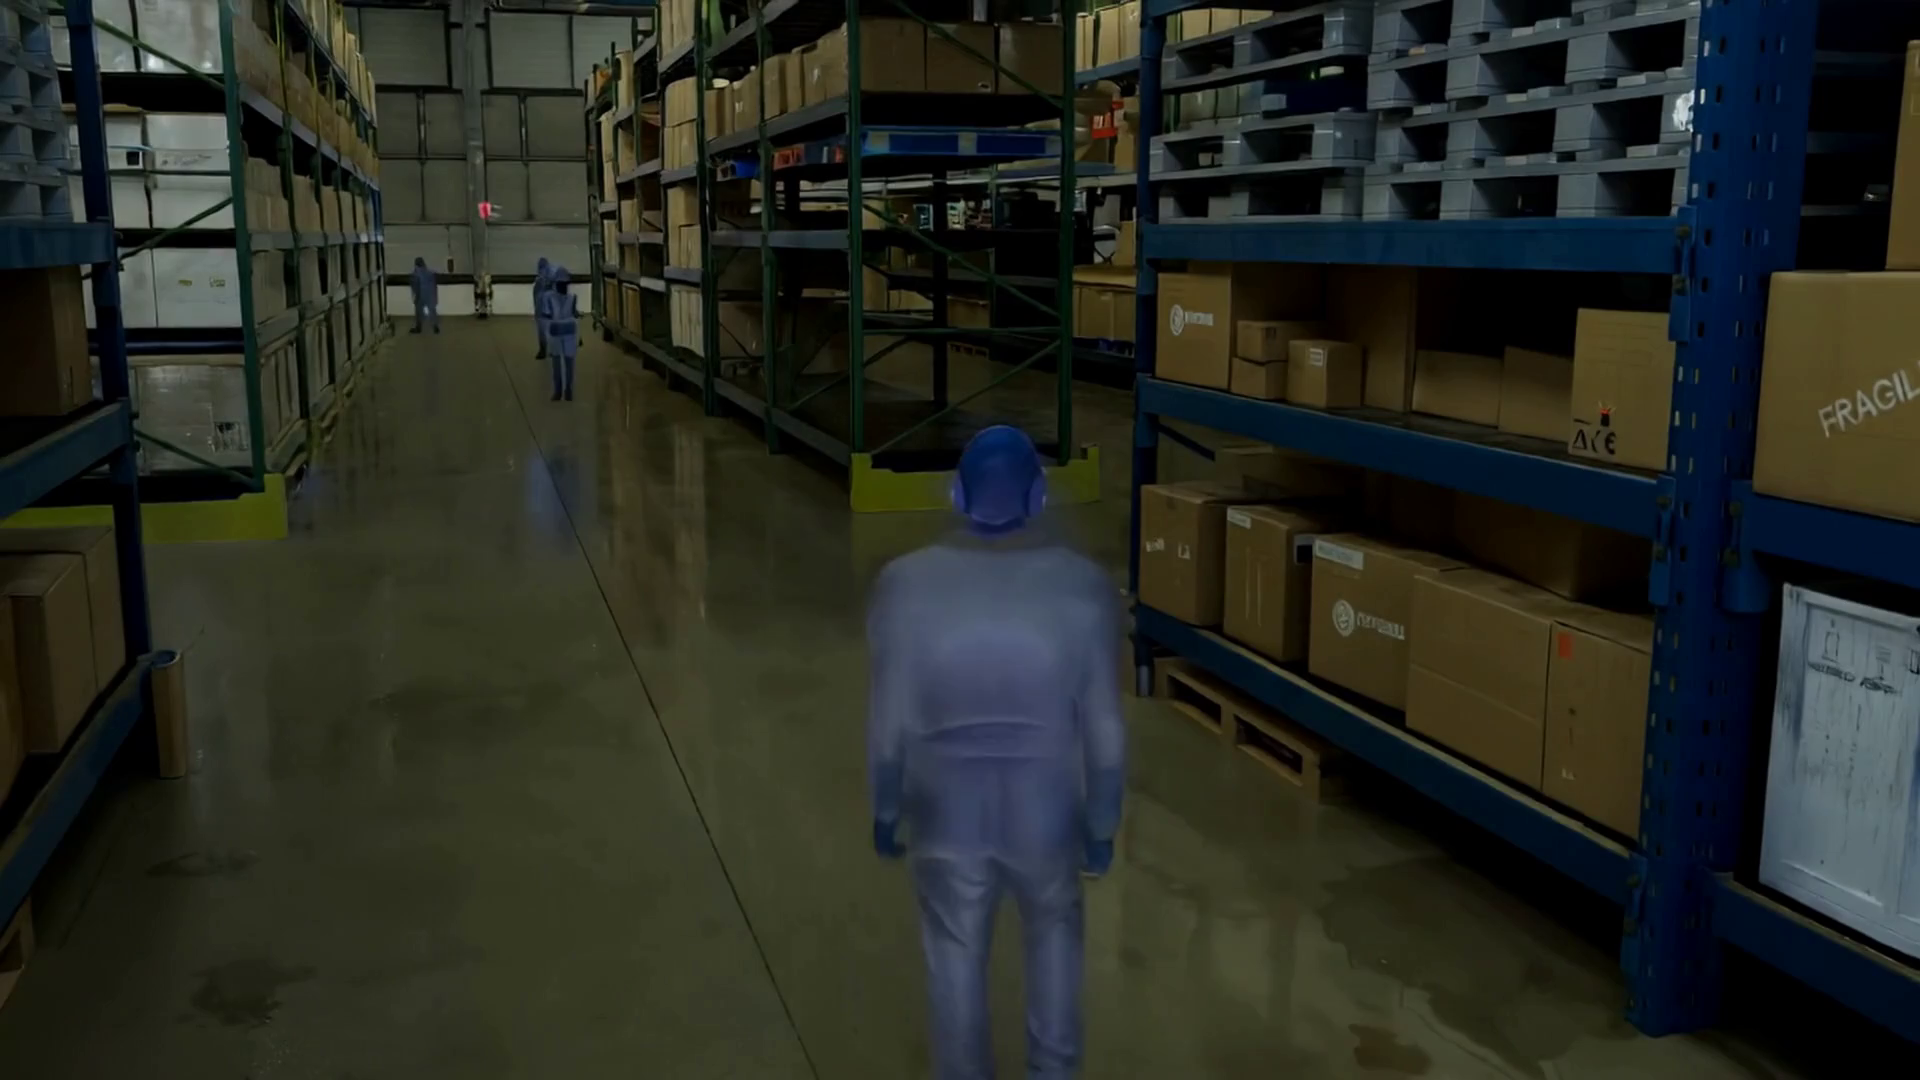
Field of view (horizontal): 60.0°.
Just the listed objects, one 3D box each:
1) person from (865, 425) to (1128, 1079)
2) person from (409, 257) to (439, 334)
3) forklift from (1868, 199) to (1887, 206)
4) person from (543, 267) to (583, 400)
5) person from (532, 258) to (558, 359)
[{"bbox_3d":[0.083,0.656,4.193,0.649,1.895,0.434,0,10,0],"label":"person"},{"bbox_3d":[-13.014,-5.914,40.296,0.958,1.842,0.728,8,13,39],"label":"person"},{"bbox_3d":[11.338,-2.915,21.052,1.129,2.768,1.873,-3,11,-17],"label":"forklift"},{"bbox_3d":[-5.699,-2.957,23.909,0.565,1.915,0.615,-2,11,-12],"label":"person"},{"bbox_3d":[-7.995,-4.449,32.045,0.552,1.937,0.356,3,11,14],"label":"person"}]
